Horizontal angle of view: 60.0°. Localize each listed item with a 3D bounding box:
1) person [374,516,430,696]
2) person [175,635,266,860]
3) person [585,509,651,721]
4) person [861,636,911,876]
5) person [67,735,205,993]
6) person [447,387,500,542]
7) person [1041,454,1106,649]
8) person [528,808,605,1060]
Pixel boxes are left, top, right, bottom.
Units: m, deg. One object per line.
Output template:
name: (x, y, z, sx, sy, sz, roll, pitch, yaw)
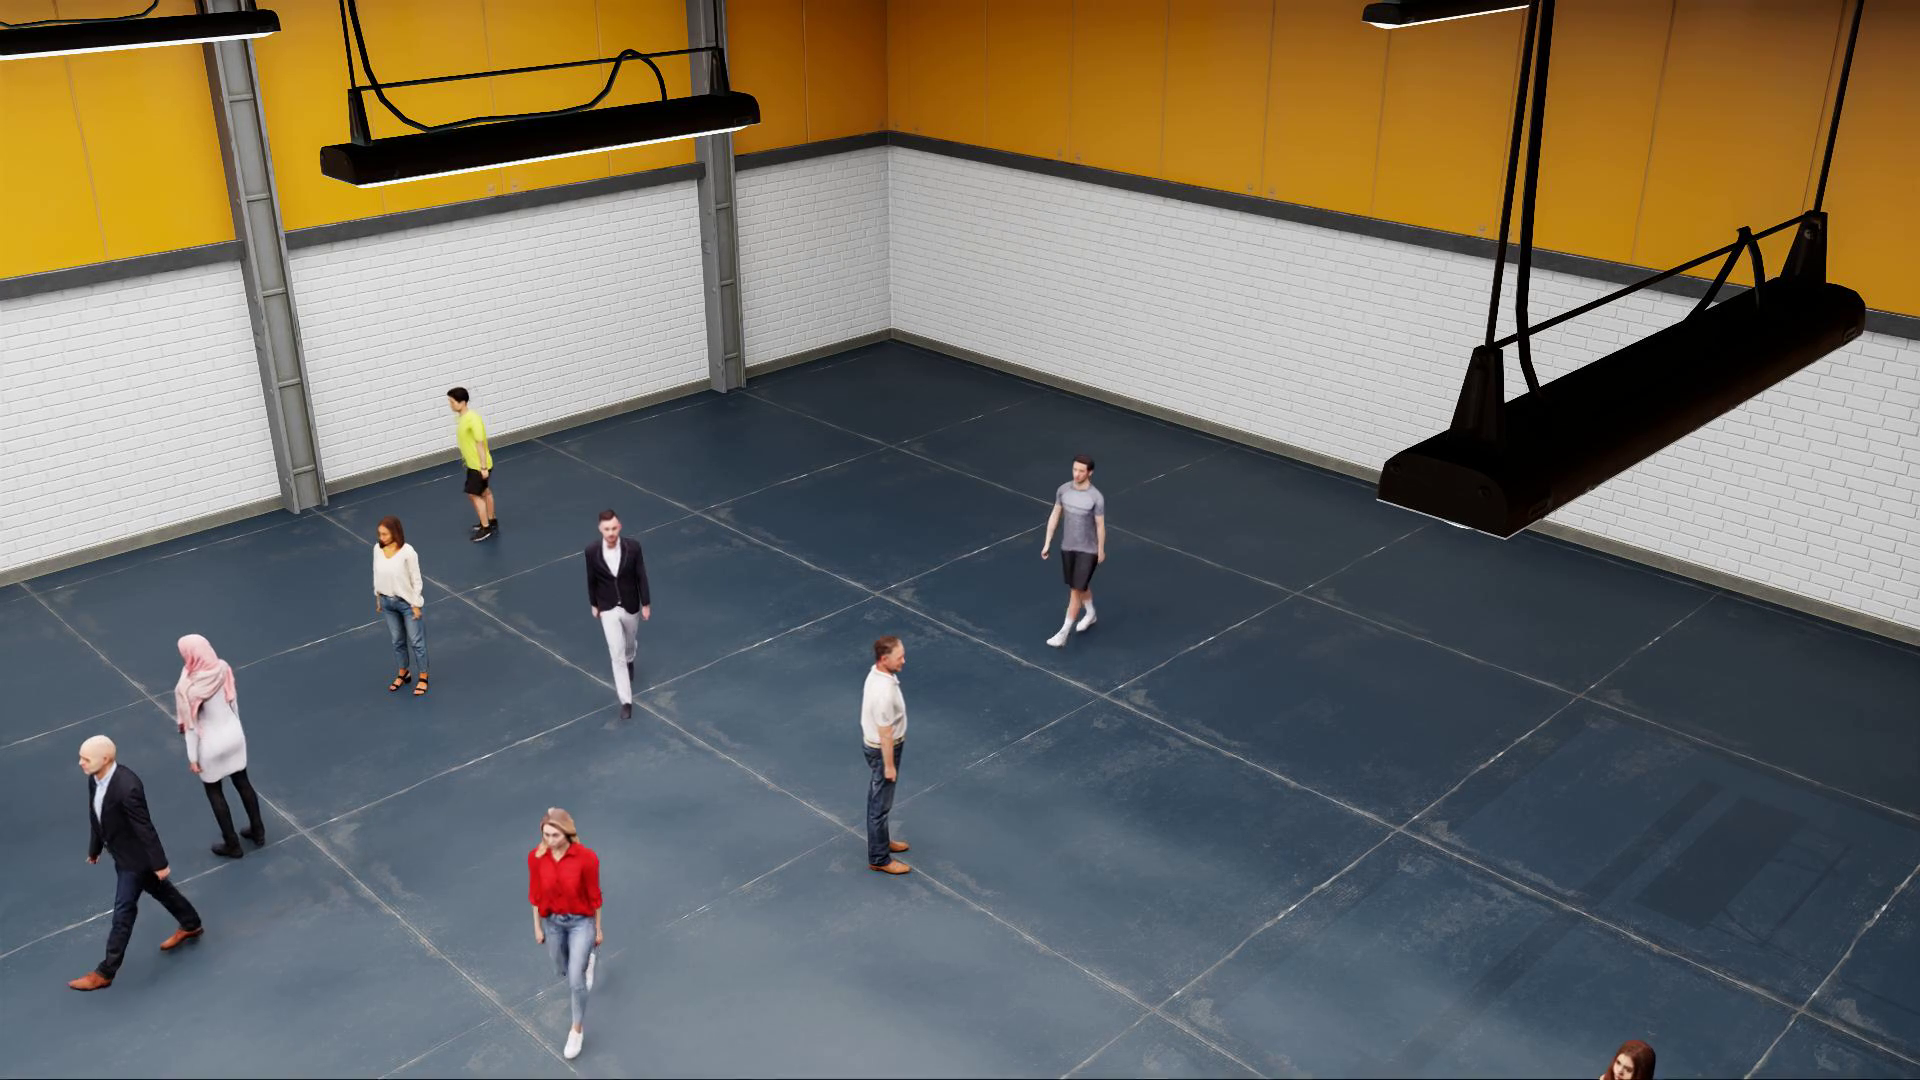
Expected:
person: (-4.901, 0.546, 14.603, 0.696, 1.677, 0.690, 8, 25, 17)
person: (-5.452, 1.508, 12.254, 0.759, 1.797, 0.626, 11, 26, 23)
person: (-2.942, 0.564, 14.408, 1.251, 1.802, 1.171, -5, 24, -11)
person: (-0.576, 1.533, 12.131, 0.799, 1.849, 0.741, 0, 24, -1)
person: (-5.422, 2.053, 11.058, 0.793, 1.755, 1.195, 19, 30, 36)
person: (-5.143, -0.851, 17.781, 0.671, 1.691, 0.666, -15, 28, -31)
person: (1.169, 0.052, 15.537, 0.722, 1.836, 1.174, 19, 30, 36)
person: (-2.419, 2.369, 10.420, 0.960, 1.687, 1.044, 1, 24, 3)
